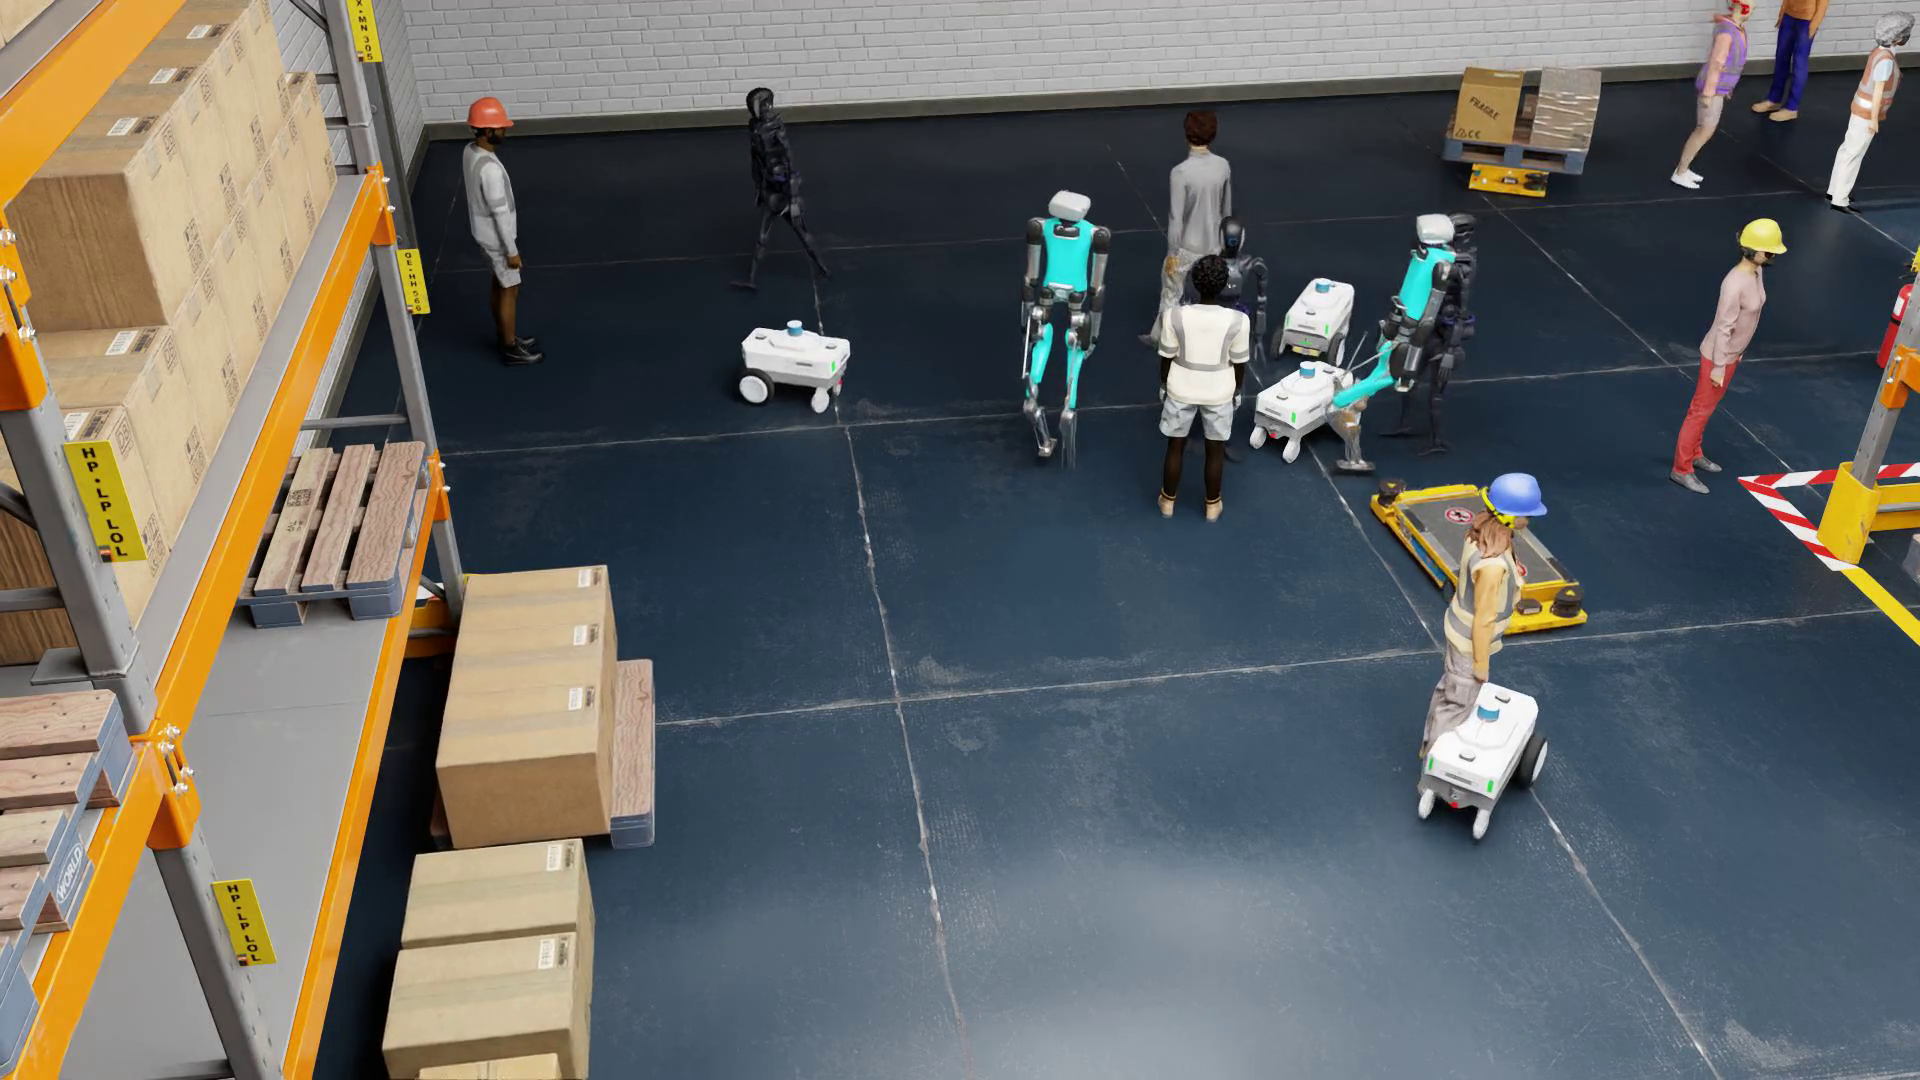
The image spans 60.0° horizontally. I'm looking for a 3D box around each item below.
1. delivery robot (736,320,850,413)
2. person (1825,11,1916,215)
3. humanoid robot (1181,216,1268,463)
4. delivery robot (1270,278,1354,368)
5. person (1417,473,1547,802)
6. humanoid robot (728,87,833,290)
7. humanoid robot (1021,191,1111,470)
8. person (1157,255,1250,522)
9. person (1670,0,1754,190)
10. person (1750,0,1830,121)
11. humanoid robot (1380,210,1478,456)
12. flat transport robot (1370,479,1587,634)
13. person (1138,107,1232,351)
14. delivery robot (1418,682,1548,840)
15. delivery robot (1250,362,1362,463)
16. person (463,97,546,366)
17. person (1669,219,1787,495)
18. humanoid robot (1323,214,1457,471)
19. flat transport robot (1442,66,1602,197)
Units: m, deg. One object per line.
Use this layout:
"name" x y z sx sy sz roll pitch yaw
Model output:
"delivery robot" -1.161 -1.215 11.469 0.784 0.613 0.519 9 34 14
"person" 7.709 -3.624 14.102 0.311 1.689 0.446 10 34 14
"humanoid robot" 1.657 -1.277 10.530 0.590 1.649 0.480 -4 33 -6
"delivery robot" 2.595 -1.610 12.035 0.499 0.569 0.749 15 36 22
"person" 2.433 0.453 7.787 0.338 1.770 0.464 8 34 12
"humanoid robot" -1.382 -2.666 12.699 0.826 1.617 0.615 -23 40 -31
"humanoid robot" 0.590 -1.179 10.407 0.543 1.889 0.730 9 34 13
"person" 1.434 -0.883 9.905 0.534 1.692 0.320 5 33 8
"person" 6.628 -3.939 14.611 0.367 1.666 0.524 20 38 28
"person" 8.124 -5.075 16.076 0.398 1.974 0.517 -11 35 -16
"humanoid robot" 3.042 -1.289 10.542 0.356 1.648 0.608 -2 33 -3
"flat transport robot" 3.017 0.064 9.755 0.659 0.231 1.431 -7 34 -11
"person" 1.681 -2.067 11.581 0.584 1.864 0.867 -16 36 -22
"delivery robot" 2.518 1.017 8.038 0.499 0.601 0.798 20 38 27
"delivery robot" 2.263 -0.894 10.949 0.774 0.581 0.499 -29 43 -36
"person" -3.200 -2.136 11.615 0.388 1.926 0.546 -17 37 -24
"person" 4.724 -1.141 10.231 0.313 1.768 0.524 21 38 28
"humanoid robot" 2.544 -1.095 10.274 0.800 1.869 0.535 -2 33 -3
"flat transport robot" 5.051 -3.486 15.194 0.659 0.231 1.431 11 35 16
